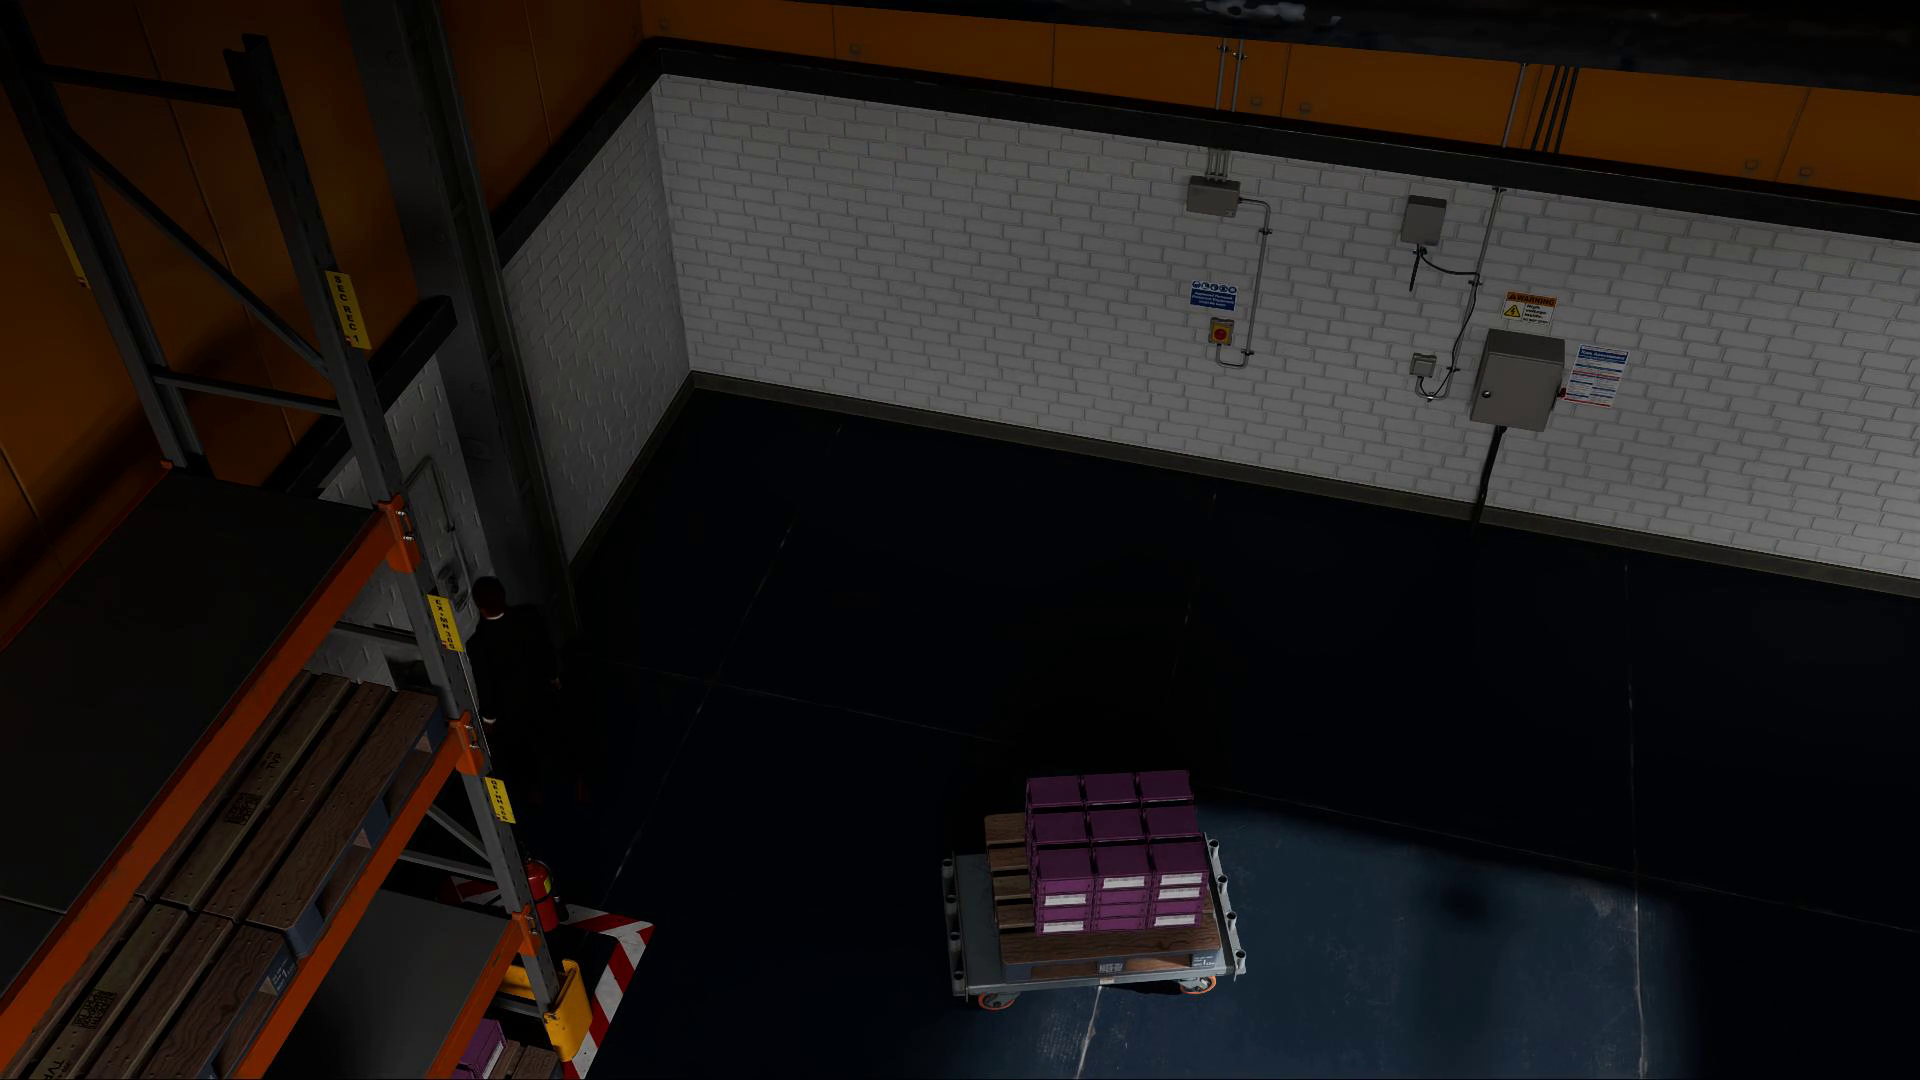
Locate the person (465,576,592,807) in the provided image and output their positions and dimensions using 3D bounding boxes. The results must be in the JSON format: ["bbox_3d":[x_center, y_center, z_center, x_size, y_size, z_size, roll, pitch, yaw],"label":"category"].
[{"bbox_3d":[-2.600,0.924,9.896,0.983,1.935,0.953,34,53,30],"label":"person"}]
